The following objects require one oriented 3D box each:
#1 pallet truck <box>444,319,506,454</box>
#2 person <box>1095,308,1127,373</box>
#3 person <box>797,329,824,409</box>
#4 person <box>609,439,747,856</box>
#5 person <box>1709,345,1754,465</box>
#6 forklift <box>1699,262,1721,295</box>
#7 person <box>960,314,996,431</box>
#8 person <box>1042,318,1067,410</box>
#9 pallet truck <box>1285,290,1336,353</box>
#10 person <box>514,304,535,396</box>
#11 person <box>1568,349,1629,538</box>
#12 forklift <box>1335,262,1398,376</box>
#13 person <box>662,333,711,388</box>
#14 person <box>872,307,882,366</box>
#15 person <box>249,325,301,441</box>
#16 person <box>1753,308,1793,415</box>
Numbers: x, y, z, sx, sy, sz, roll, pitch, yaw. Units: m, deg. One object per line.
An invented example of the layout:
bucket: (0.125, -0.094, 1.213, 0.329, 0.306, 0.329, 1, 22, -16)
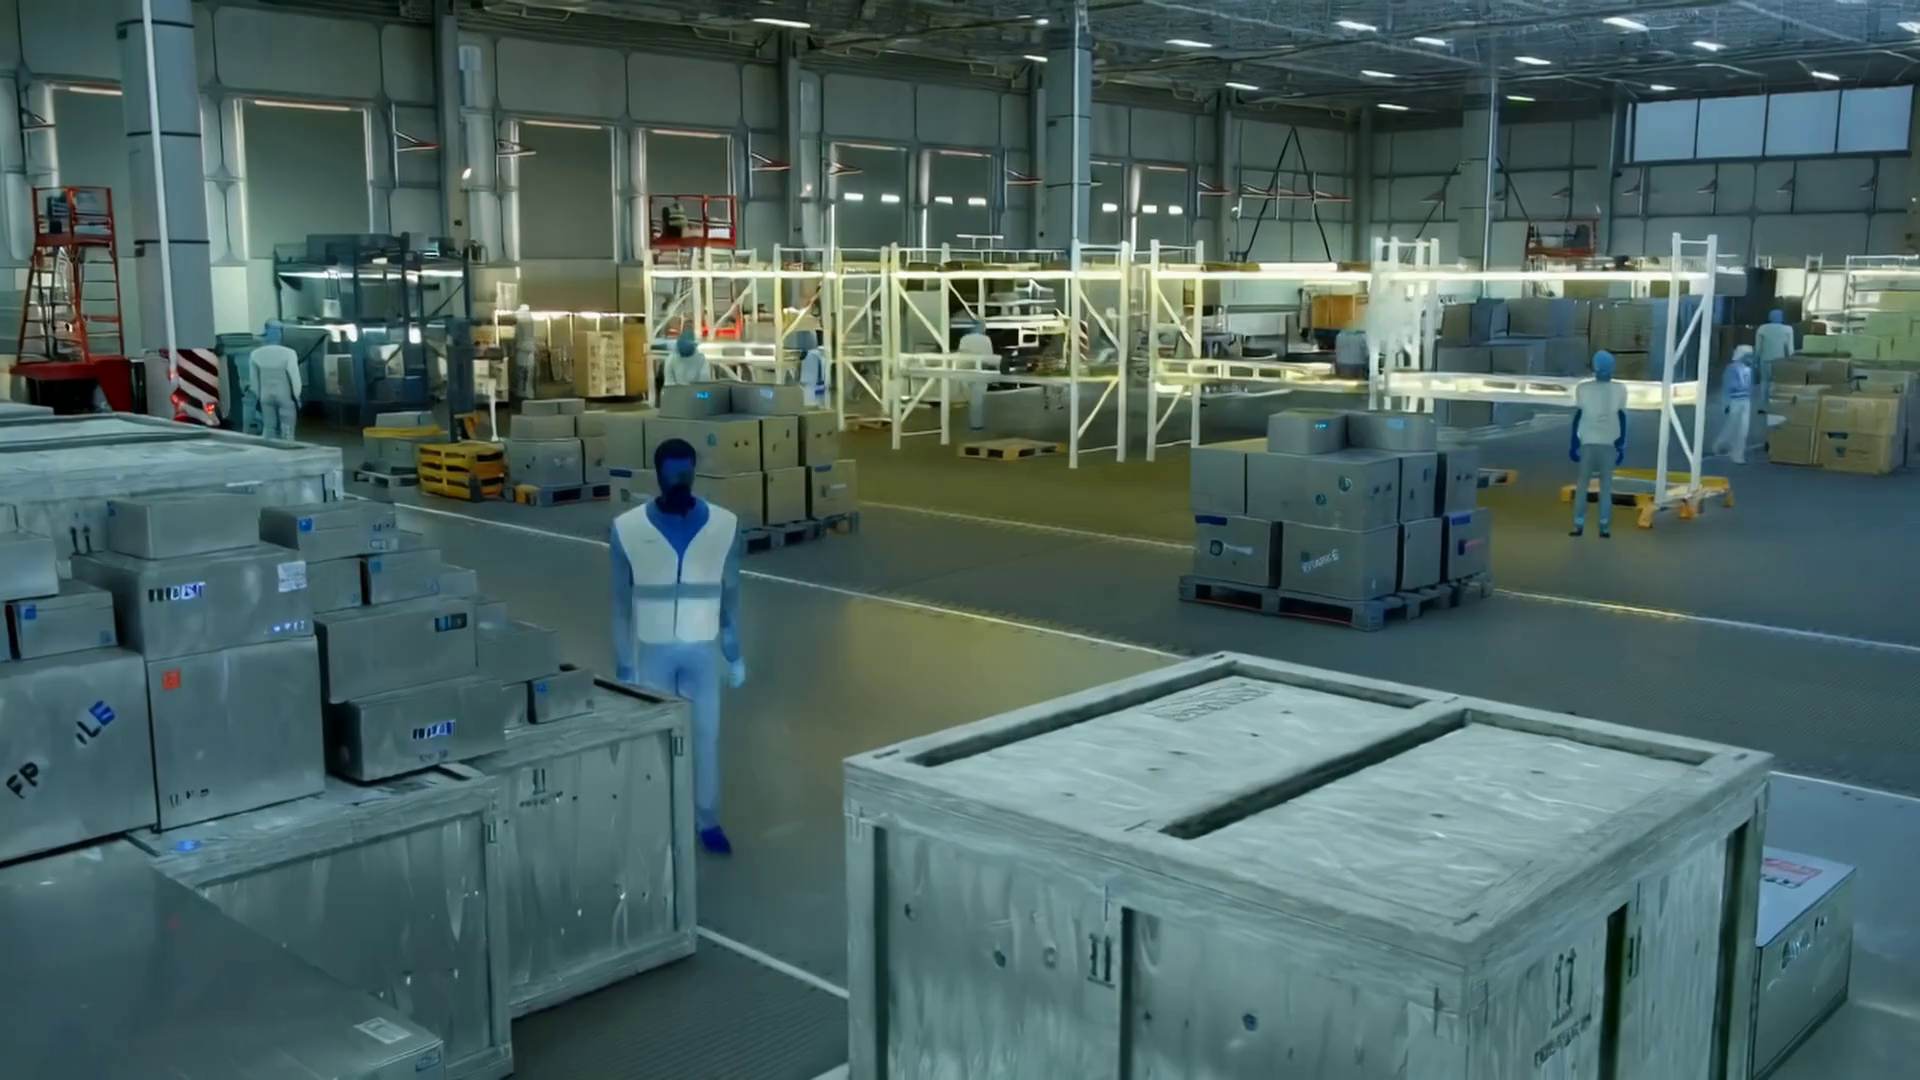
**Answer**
pallet truck: (-6.981, -1.942, 22.150, 1.885, 1.965, 0.823, 1, 9, 9)
person: (3.861, -5.089, 42.494, 0.870, 1.644, 0.540, 1, 9, 5)
person: (-2.038, -1.858, 22.002, 0.478, 1.868, 0.625, 1, 9, 5)
person: (-1.267, 0.499, 7.502, 0.615, 1.907, 0.481, -3, 10, -19)
person: (10.562, -1.844, 22.669, 0.531, 1.621, 0.473, -5, 11, -30)
forklift: (20.095, -6.078, 44.810, 1.873, 2.768, 1.129, 3, 10, 17)
person: (0.286, -2.748, 27.378, 0.601, 1.910, 0.452, 7, 12, 37)
person: (1.785, -3.316, 31.393, 0.484, 1.736, 0.347, -2, 9, -11)
pallet truck: (11.297, -6.951, 52.861, 1.885, 1.965, 0.823, -5, 11, -29)
person: (-9.108, -3.961, 34.721, 0.358, 1.937, 0.544, 5, 10, 27)
person: (6.313, -0.953, 16.468, 0.508, 1.876, 0.328, 4, 10, 23)
forklift: (10.196, -5.355, 40.376, 1.873, 2.768, 1.129, 9, 13, 43)
person: (-3.516, -1.733, 21.338, 0.632, 1.846, 0.429, 1, 9, 5)
person: (-2.183, -5.402, 44.493, 0.320, 1.632, 0.525, -1, 9, -6)
person: (-8.890, -1.827, 21.641, 0.629, 1.936, 0.379, 0, 9, 2)
person: (14.781, -3.235, 30.258, 0.635, 1.937, 0.354, 4, 10, 21)
